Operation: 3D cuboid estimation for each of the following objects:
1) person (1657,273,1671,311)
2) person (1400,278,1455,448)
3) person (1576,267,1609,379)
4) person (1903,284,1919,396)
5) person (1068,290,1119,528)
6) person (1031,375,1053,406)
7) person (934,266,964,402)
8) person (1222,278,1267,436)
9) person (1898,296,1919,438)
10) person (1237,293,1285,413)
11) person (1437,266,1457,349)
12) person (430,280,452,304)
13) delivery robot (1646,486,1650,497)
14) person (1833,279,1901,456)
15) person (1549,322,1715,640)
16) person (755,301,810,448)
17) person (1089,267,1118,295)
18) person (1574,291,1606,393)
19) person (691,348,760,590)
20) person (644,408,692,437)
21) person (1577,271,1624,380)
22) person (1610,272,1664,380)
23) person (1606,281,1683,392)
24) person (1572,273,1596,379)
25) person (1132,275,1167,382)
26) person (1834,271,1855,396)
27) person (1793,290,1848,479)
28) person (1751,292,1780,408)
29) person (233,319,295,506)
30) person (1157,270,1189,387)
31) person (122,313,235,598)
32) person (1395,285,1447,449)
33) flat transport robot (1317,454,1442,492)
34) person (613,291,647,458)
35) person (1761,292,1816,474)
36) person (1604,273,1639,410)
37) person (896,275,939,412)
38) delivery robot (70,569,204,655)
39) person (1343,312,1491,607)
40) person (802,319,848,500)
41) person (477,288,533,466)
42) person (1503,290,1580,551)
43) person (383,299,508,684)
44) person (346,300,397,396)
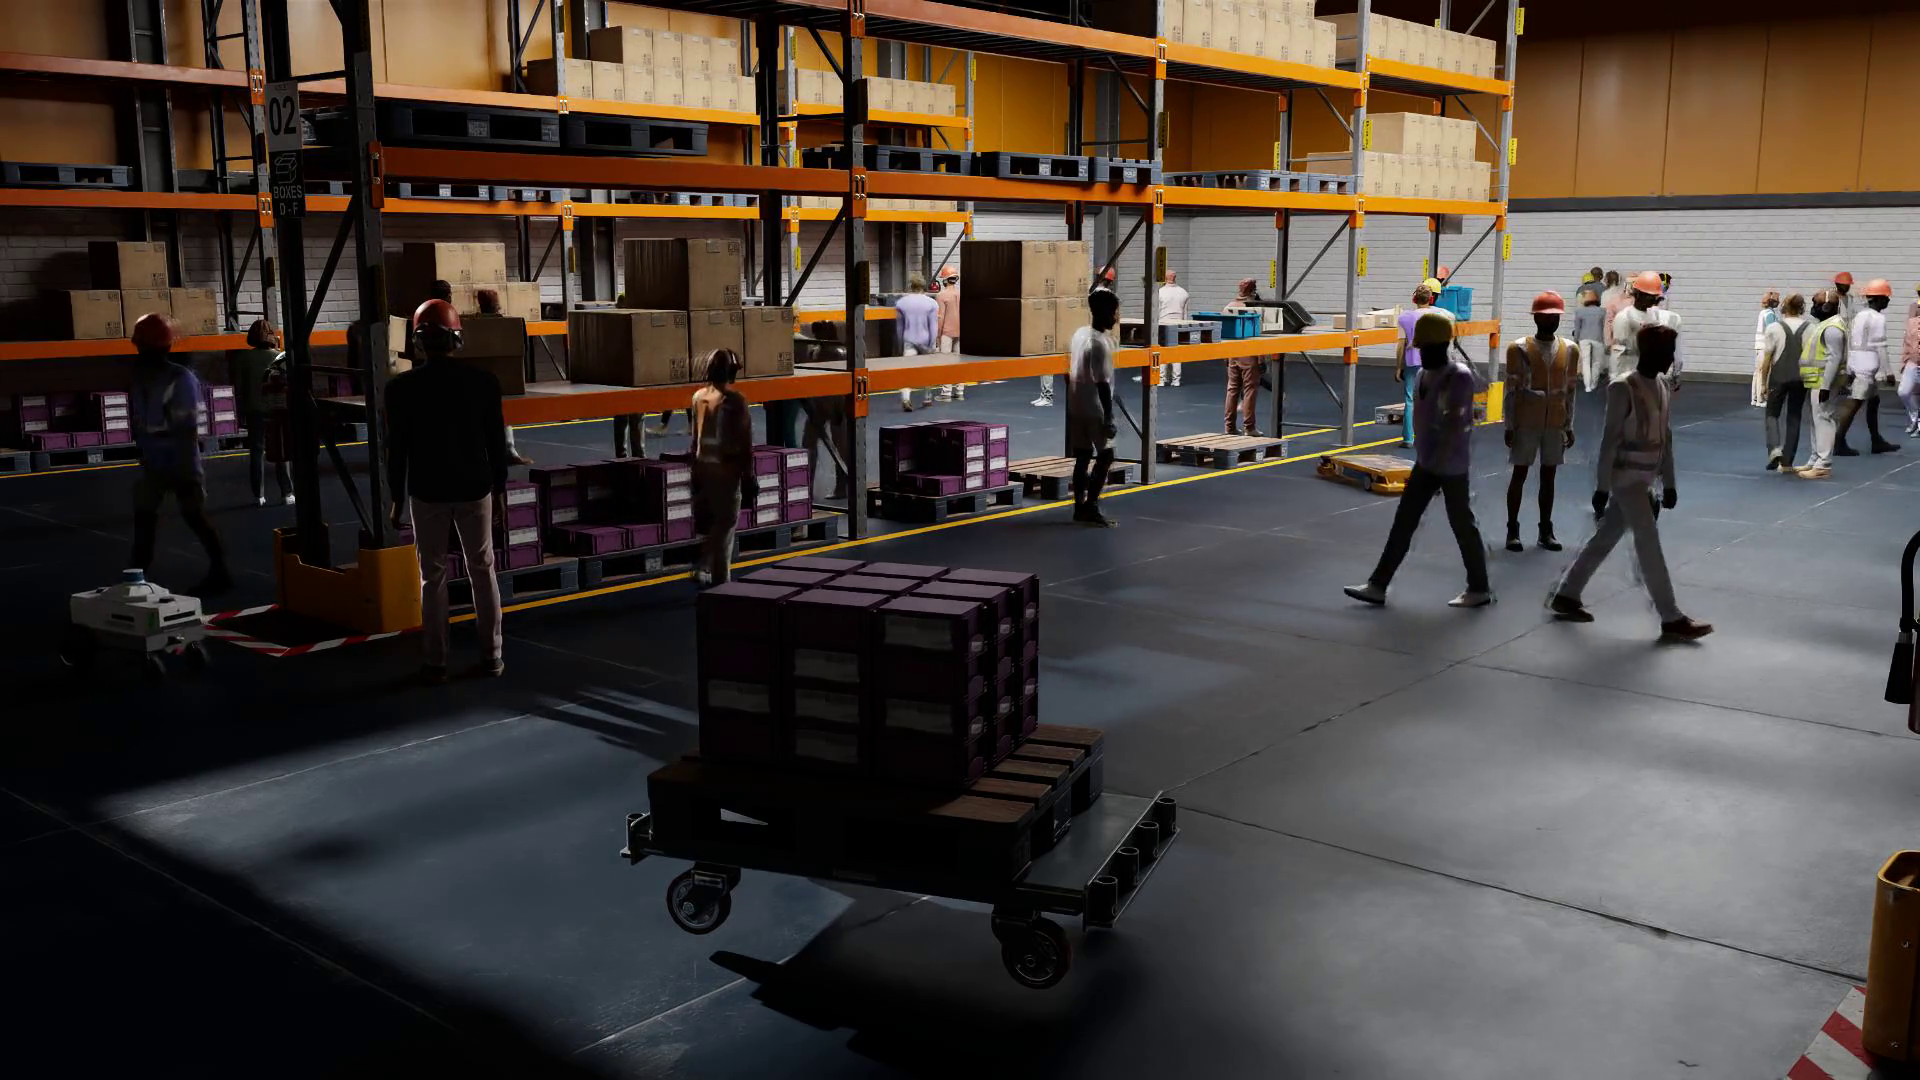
[{"bbox_3d":[10.874,-3.217,25.931,0.332,1.865,0.520,-2,10,-14],"label":"person"},{"bbox_3d":[5.261,-1.987,18.780,0.586,1.920,0.396,2,10,14],"label":"person"},{"bbox_3d":[10.939,-3.739,28.703,0.628,1.935,0.373,4,11,23],"label":"person"},{"bbox_3d":[14.706,-3.080,25.460,0.527,1.761,0.327,-2,10,-10],"label":"person"},{"bbox_3d":[1.073,-1.057,13.488,0.375,1.930,0.643,-4,11,-20],"label":"person"},{"bbox_3d":[1.183,-2.796,23.872,0.295,1.743,0.492,-1,10,-5],"label":"person"},{"bbox_3d":[-0.147,-3.037,24.530,0.382,1.993,0.622,10,14,44],"label":"person"},{"bbox_3d":[3.444,-2.191,20.008,0.401,1.899,0.635,-8,13,-37],"label":"person"},{"bbox_3d":[11.423,-2.081,19.748,0.362,1.752,0.548,-6,11,-29],"label":"person"},{"bbox_3d":[4.056,-2.551,22.654,0.653,1.677,0.528,-2,10,-9],"label":"person"},{"bbox_3d":[6.961,-2.981,24.211,0.612,1.995,0.382,-1,10,-6],"label":"person"},{"bbox_3d":[-5.499,-1.796,17.683,0.590,1.919,0.391,5,11,25],"label":"person"},{"bbox_3d":[5.575,-0.508,13.950,0.477,0.478,0.707,3,10,15],"label":"delivery robot"},{"bbox_3d":[9.909,-1.848,17.984,0.896,1.905,0.545,1,10,7],"label":"person"},{"bbox_3d":[3.963,-0.362,9.783,0.588,1.829,1.029,-10,14,-43],"label":"person"},{"bbox_3d":[-1.715,-1.429,16.095,0.532,1.746,0.669,6,12,32],"label":"person"},{"bbox_3d":[2.011,-3.073,24.756,0.678,1.991,0.730,3,10,17],"label":"person"},{"bbox_3d":[9.917,-3.117,26.130,0.514,1.576,0.882,3,11,19],"label":"person"},{"bbox_3d":[-1.510,-0.408,10.634,0.373,1.625,0.515,-10,14,-44],"label":"person"},{"bbox_3d":[-3.454,-2.061,19.915,0.580,1.682,0.548,-2,10,-10],"label":"person"},{"bbox_3d":[10.603,-3.451,27.216,0.626,1.882,1.033,-9,13,-42],"label":"person"},{"bbox_3d":[6.656,-1.627,16.442,0.773,2.016,0.592,-7,12,-33],"label":"person"},{"bbox_3d":[7.087,-1.725,17.259,0.707,1.918,0.568,2,10,11],"label":"person"},{"bbox_3d":[10.830,-3.690,28.732,0.587,1.825,0.404,-4,11,-21],"label":"person"},{"bbox_3d":[3.208,-3.548,27.936,0.709,1.818,0.515,-2,10,-11],"label":"person"},{"bbox_3d":[13.529,-3.205,25.758,0.546,1.906,0.886,-5,11,-25],"label":"person"},{"bbox_3d":[8.465,-1.526,16.364,0.429,1.841,0.633,3,11,19],"label":"person"},{"bbox_3d":[11.449,-2.699,23.616,0.309,1.641,0.513,2,10,12],"label":"person"},{"bbox_3d":[-6.090,-1.113,14.603,0.504,1.632,0.270,-1,10,-6],"label":"person"},{"bbox_3d":[3.402,-3.436,27.099,0.648,1.896,0.400,-4,11,-22],"label":"person"},{"bbox_3d":[-4.966,-0.485,10.401,0.614,1.865,1.002,4,11,22],"label":"person"},{"bbox_3d":[5.170,-1.932,18.657,0.563,1.847,0.390,1,10,5],"label":"person"},{"bbox_3d":[4.017,-0.650,15.837,0.652,0.197,1.431,-2,10,-14],"label":"flat transport robot"},{"bbox_3d":[-3.328,-1.607,16.846,0.600,1.832,0.404,8,13,40],"label":"person"},{"bbox_3d":[8.268,-1.555,16.589,0.512,1.820,0.446,3,11,19],"label":"person"},{"bbox_3d":[9.269,-2.738,23.079,0.639,1.908,0.409,2,10,13],"label":"person"},{"bbox_3d":[-0.605,-2.727,23.082,0.627,1.893,1.015,2,10,11],"label":"person"},{"bbox_3d":[-4.363,0.396,8.813,0.707,0.478,0.477,5,11,28],"label":"delivery robot"},{"bbox_3d":[2.942,-0.480,10.351,0.956,1.862,0.586,-4,11,-20],"label":"person"},{"bbox_3d":[-1.253,-1.143,14.789,0.540,1.614,0.674,8,13,40],"label":"person"},{"bbox_3d":[-4.949,-1.665,17.158,0.883,1.857,0.576,-3,11,-19],"label":"person"},{"bbox_3d":[4.331,-0.882,12.412,0.545,1.942,0.352,0,10,-1],"label":"person"},{"bbox_3d":[-2.667,-0.248,8.661,0.613,1.991,0.392,-5,11,-25],"label":"person"},{"bbox_3d":[-5.820,-1.583,16.744,0.652,1.818,0.491,-4,11,-21],"label":"person"}]
